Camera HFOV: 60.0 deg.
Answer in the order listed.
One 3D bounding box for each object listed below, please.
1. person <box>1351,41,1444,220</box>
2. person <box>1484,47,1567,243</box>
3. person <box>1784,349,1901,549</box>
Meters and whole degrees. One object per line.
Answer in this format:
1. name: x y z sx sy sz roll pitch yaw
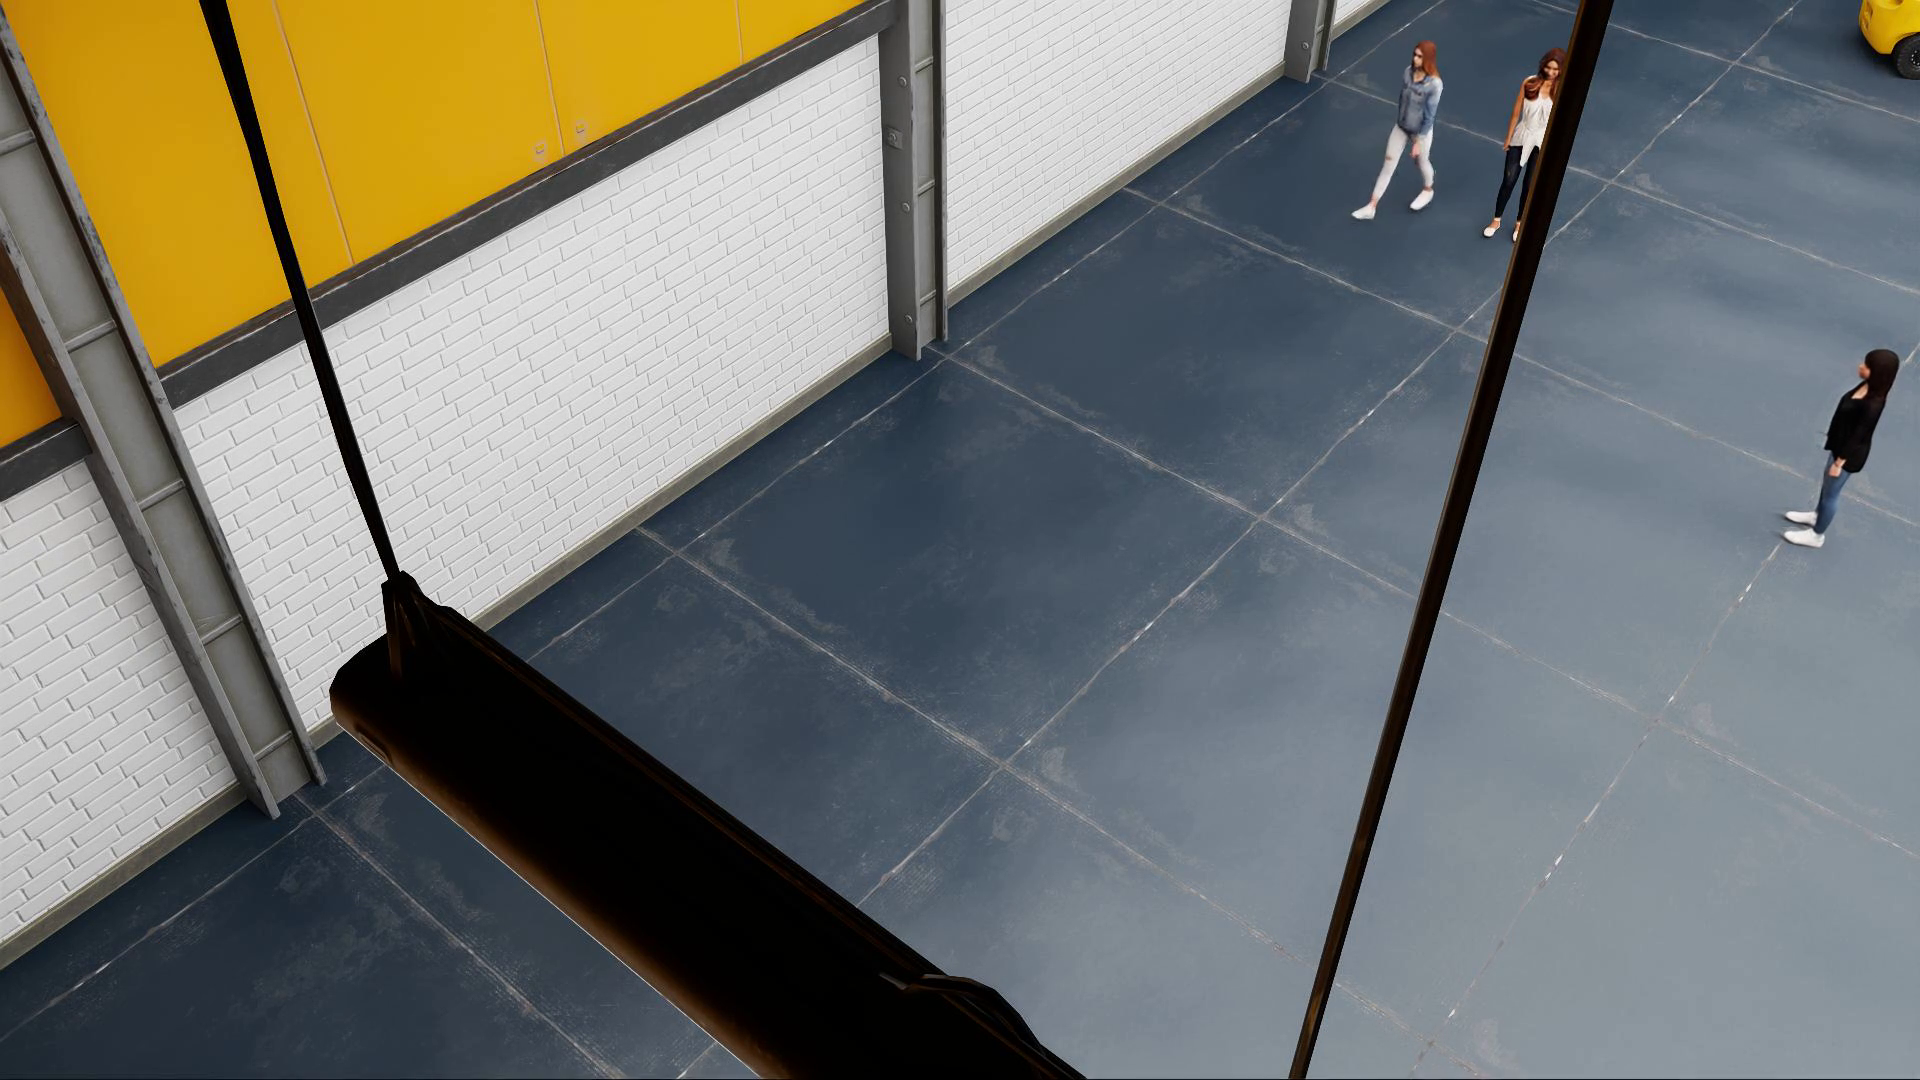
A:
1. person: 4.028 -3.571 14.527 1.197 1.651 0.832 -26 49 -25
2. person: 4.891 -3.394 14.246 0.653 1.782 0.617 17 46 17
3. person: 6.128 -0.643 11.457 0.671 1.645 0.540 16 46 17
